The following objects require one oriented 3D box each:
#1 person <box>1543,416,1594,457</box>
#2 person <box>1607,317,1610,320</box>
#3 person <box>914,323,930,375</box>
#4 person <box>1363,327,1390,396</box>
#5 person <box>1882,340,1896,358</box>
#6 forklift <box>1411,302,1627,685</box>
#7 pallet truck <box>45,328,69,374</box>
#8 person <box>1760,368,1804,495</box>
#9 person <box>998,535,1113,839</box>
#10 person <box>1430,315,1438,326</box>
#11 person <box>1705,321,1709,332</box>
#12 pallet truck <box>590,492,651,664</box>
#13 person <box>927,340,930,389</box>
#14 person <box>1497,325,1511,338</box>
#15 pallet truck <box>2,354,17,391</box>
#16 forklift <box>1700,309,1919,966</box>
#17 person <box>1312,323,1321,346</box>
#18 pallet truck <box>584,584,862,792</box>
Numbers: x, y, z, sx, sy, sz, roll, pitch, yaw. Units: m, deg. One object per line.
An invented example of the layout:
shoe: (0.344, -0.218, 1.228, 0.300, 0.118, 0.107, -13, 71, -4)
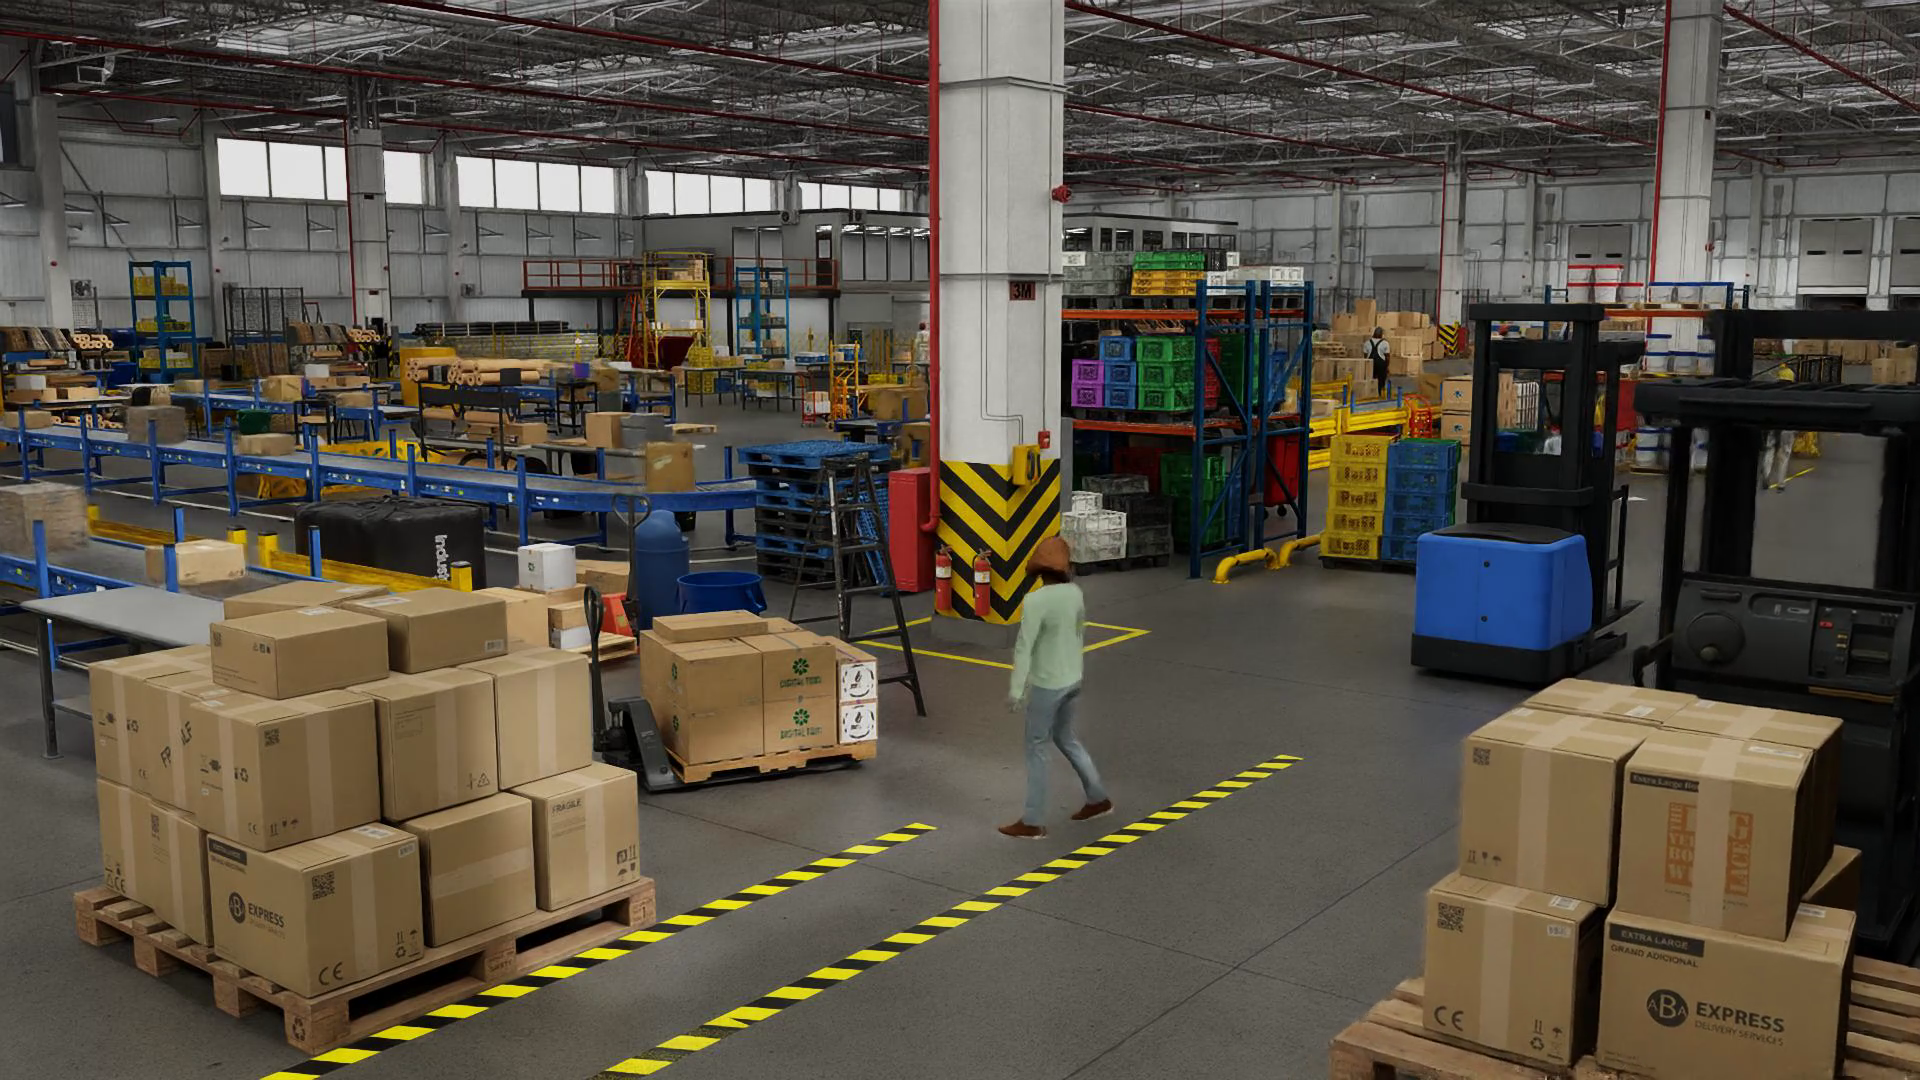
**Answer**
person: (6.560, -0.575, 17.861, 0.555, 1.651, 0.860, 7, 11, 40)
person: (27.265, -8.408, 69.794, 0.609, 1.924, 0.679, -1, 9, -7)
person: (-1.375, -6.764, 58.966, 0.598, 1.837, 0.953, -7, 11, -38)
person: (10.903, -4.549, 43.379, 0.689, 2.000, 0.537, 6, 10, 35)
person: (33.228, -6.878, 59.513, 0.425, 1.914, 0.588, -1, 8, -6)
forklift: (4.379, -0.438, 12.852, 1.129, 2.768, 1.873, 7, 11, 37)
pallet truck: (-23.775, -4.544, 43.495, 1.885, 1.965, 0.823, 6, 10, 35)
person: (11.831, -1.553, 23.931, 0.592, 1.818, 0.423, 7, 11, 40)
person: (0.508, 0.788, 8.863, 0.438, 1.613, 0.608, 6, 10, 34)
person: (22.628, -9.825, 79.529, 1.010, 1.882, 0.547, -2, 9, -13)
person: (26.925, -6.912, 59.728, 0.492, 1.918, 0.661, 7, 11, 39)
pallet truck: (-3.115, 0.344, 12.883, 0.653, 1.274, 1.630, 7, 11, 37)
person: (-0.716, -4.313, 42.722, 0.449, 1.751, 0.546, 1, 9, 9)
person: (16.383, -5.431, 49.571, 0.982, 1.986, 0.654, 4, 10, 27)
pallet truck: (-24.881, -4.417, 42.634, 1.885, 1.965, 0.823, 8, 11, 41)
forklift: (3.827, 0.355, 7.503, 1.129, 2.768, 1.873, 6, 11, 37)
person: (12.899, -7.067, 61.134, 0.934, 1.801, 0.654, -2, 9, -11)
pallet truck: (-1.426, 0.805, 10.019, 1.601, 1.201, 0.680, -4, 9, -26)
